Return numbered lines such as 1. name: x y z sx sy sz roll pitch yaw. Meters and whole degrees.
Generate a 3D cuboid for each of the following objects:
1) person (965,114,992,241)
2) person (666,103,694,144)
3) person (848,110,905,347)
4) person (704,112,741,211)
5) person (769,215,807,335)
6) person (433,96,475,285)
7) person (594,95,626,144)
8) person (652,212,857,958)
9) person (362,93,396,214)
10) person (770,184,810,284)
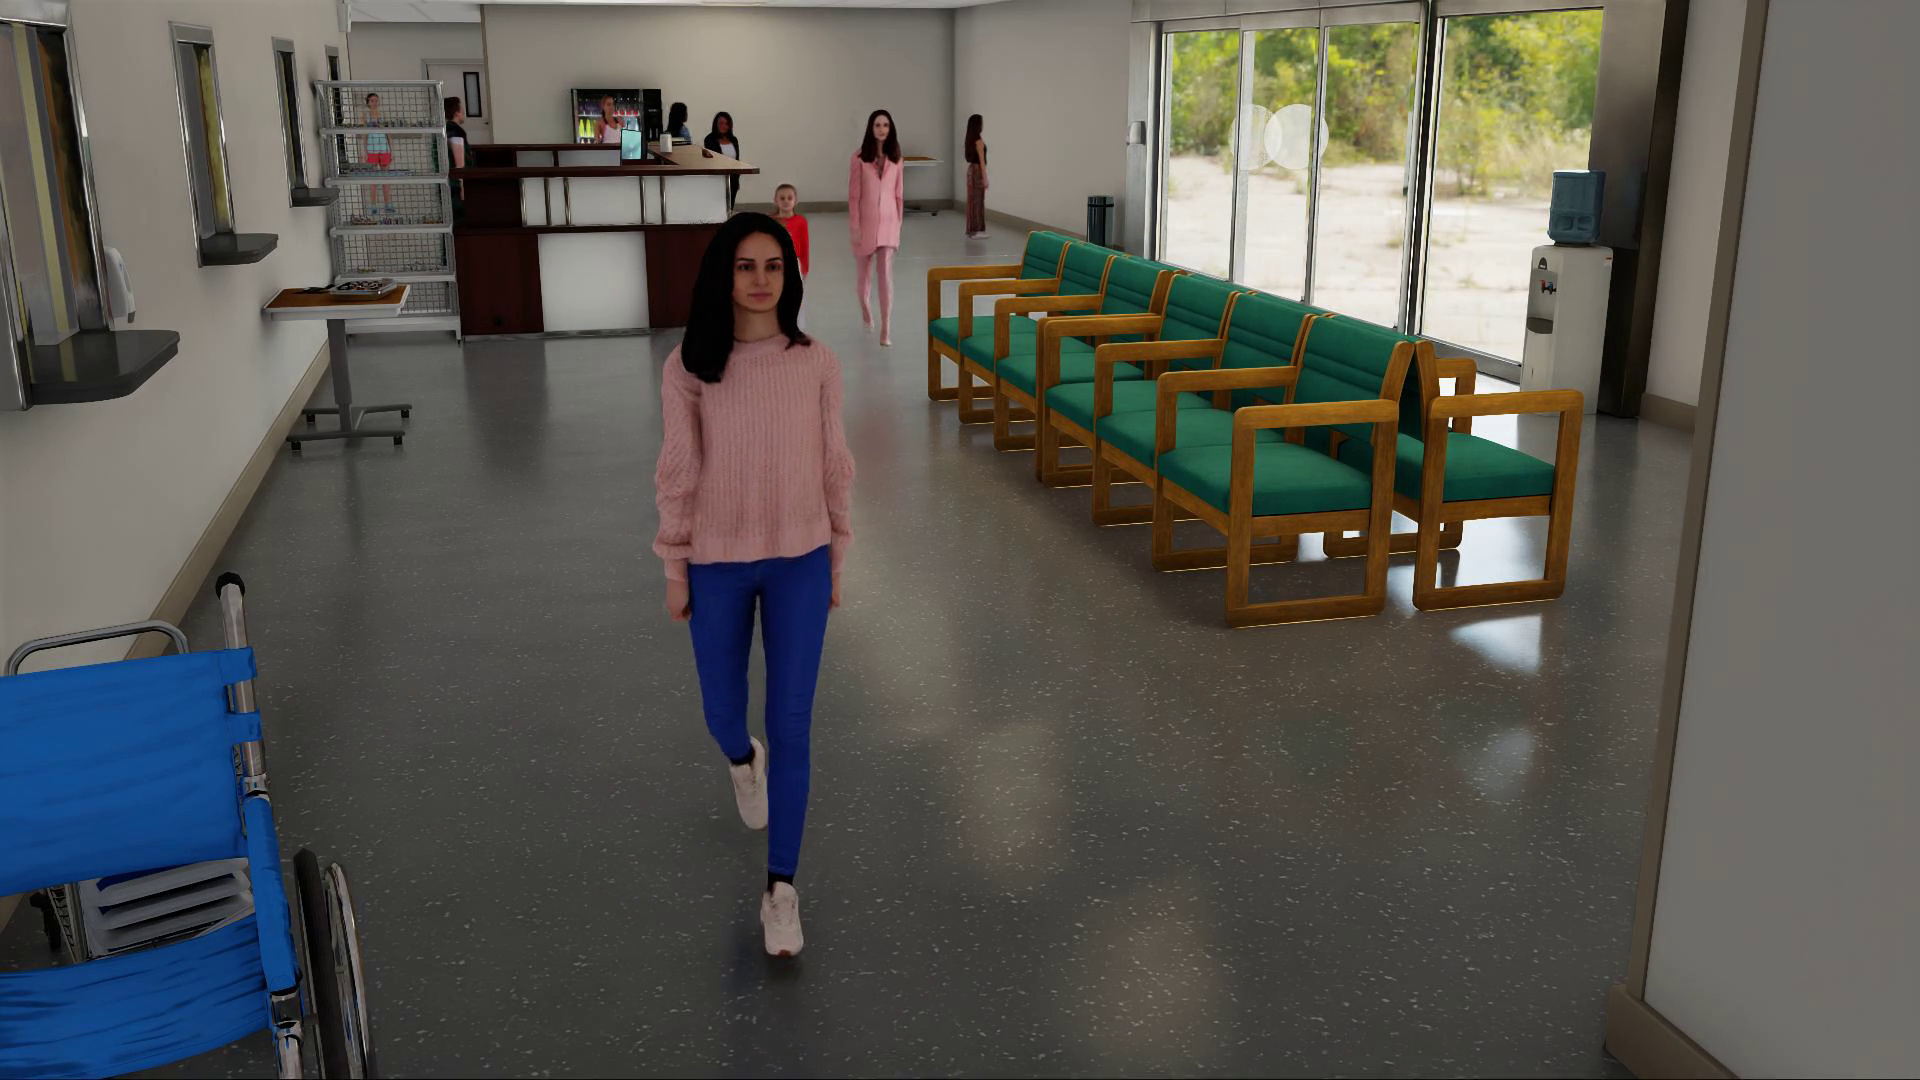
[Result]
1. person: 0.198 -4.643 21.229 0.533 1.561 0.569 -5 17 -18
2. person: -3.489 -4.415 20.240 1.228 1.659 0.852 -11 19 -33
3. person: -0.671 -2.396 12.891 1.089 1.761 0.729 -3 16 -10
4. person: -2.863 -4.319 19.989 0.720 1.612 0.811 -15 21 -42
5. person: -1.067 -1.273 9.807 0.457 1.273 0.576 -1 16 -4
6. person: -5.032 -3.480 16.594 0.700 1.838 0.722 -12 20 -36
7. person: -4.532 -4.843 21.555 0.978 1.771 0.927 -13 20 -38
8. person: -0.518 0.081 4.139 1.089 1.742 0.809 -2 16 -7
9. person: -8.750 -5.815 25.012 0.584 1.764 0.720 -11 19 -33
10. person: -1.305 -1.991 12.402 0.868 1.247 0.673 -1 16 -4
